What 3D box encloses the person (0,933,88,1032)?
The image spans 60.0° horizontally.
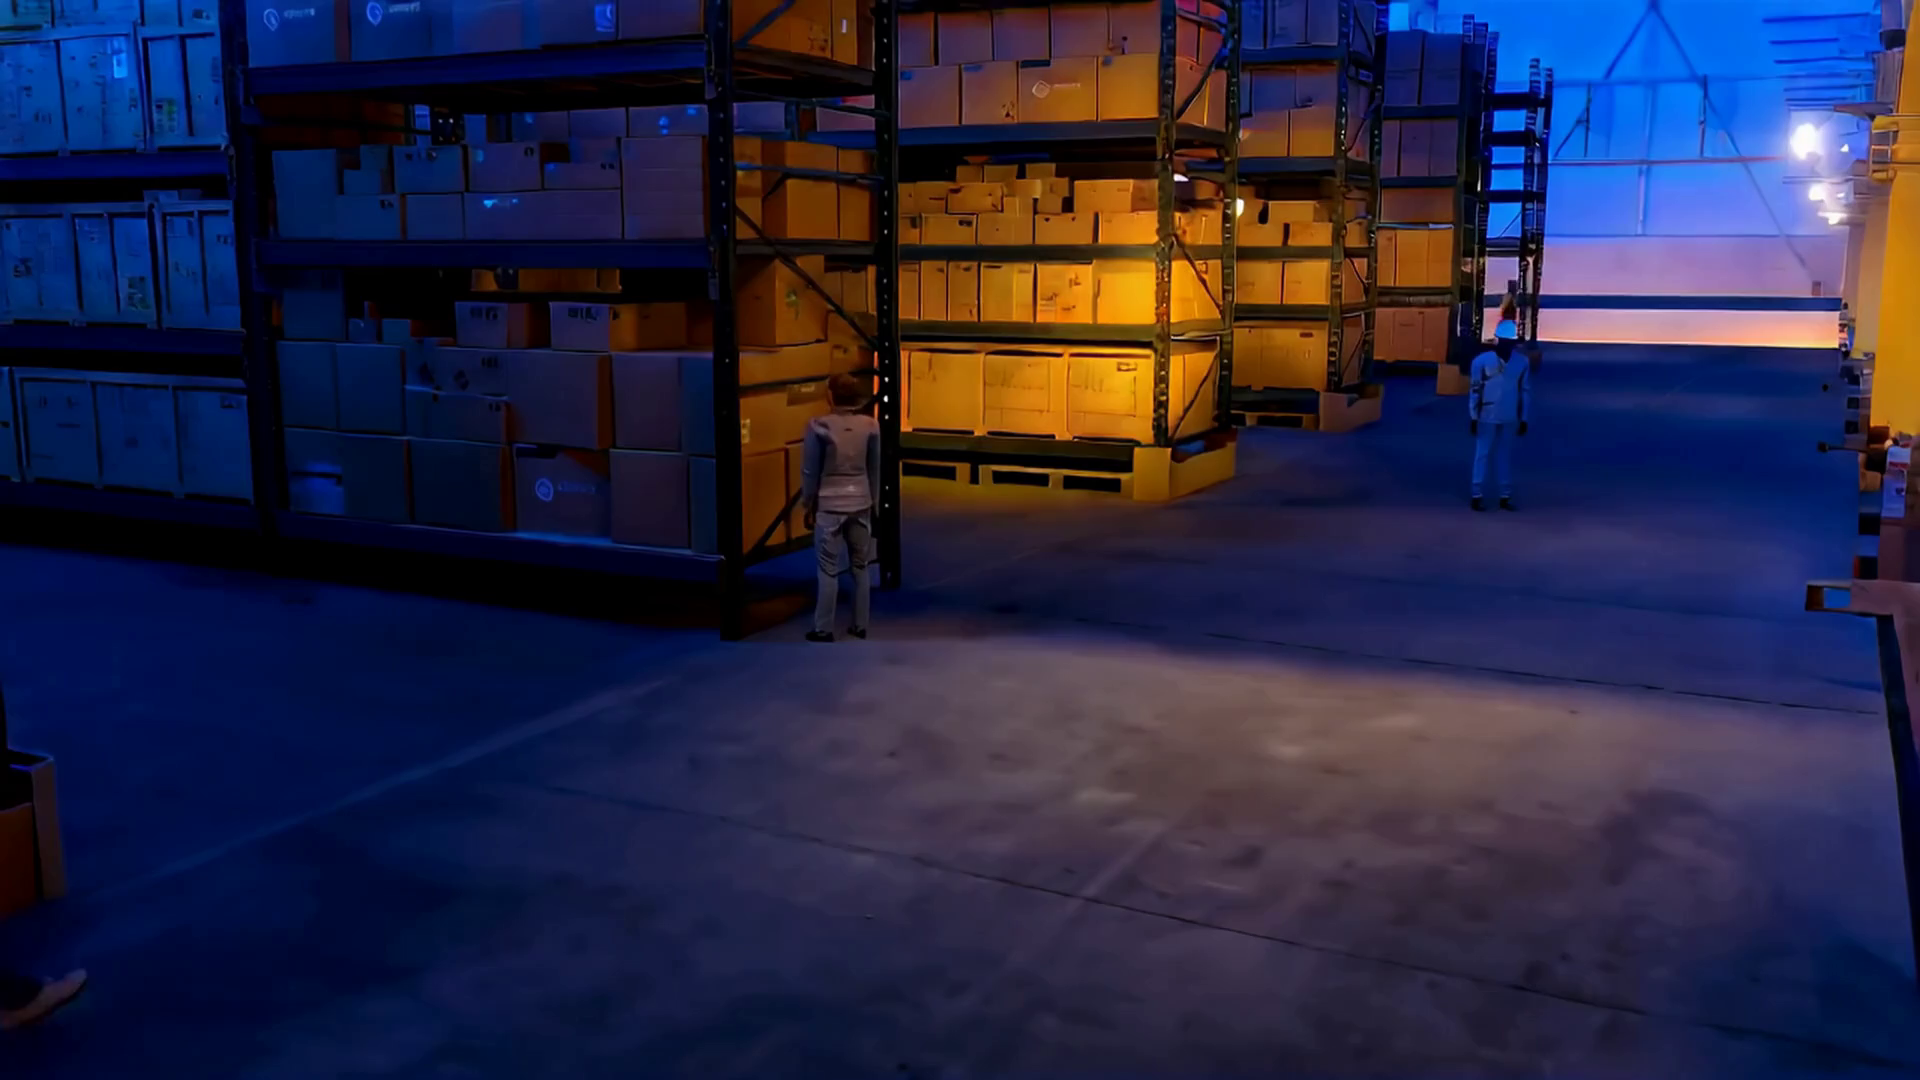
[{"bbox_3d":[-3.005,0.661,4.754,0.528,1.733,0.845,4,11,22],"label":"person"}]

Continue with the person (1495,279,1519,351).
[{"bbox_3d":[10.586,-4.134,32.223,0.457,1.828,0.592,1,10,5],"label":"person"}]

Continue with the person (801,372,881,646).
[{"bbox_3d":[-0.697,-0.183,9.925,0.525,1.631,0.313,-6,12,-33],"label":"person"}]

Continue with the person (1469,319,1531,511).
[{"bbox_3d":[4.896,-1.128,15.069,0.563,1.743,0.351,-1,10,-4],"label":"person"}]
